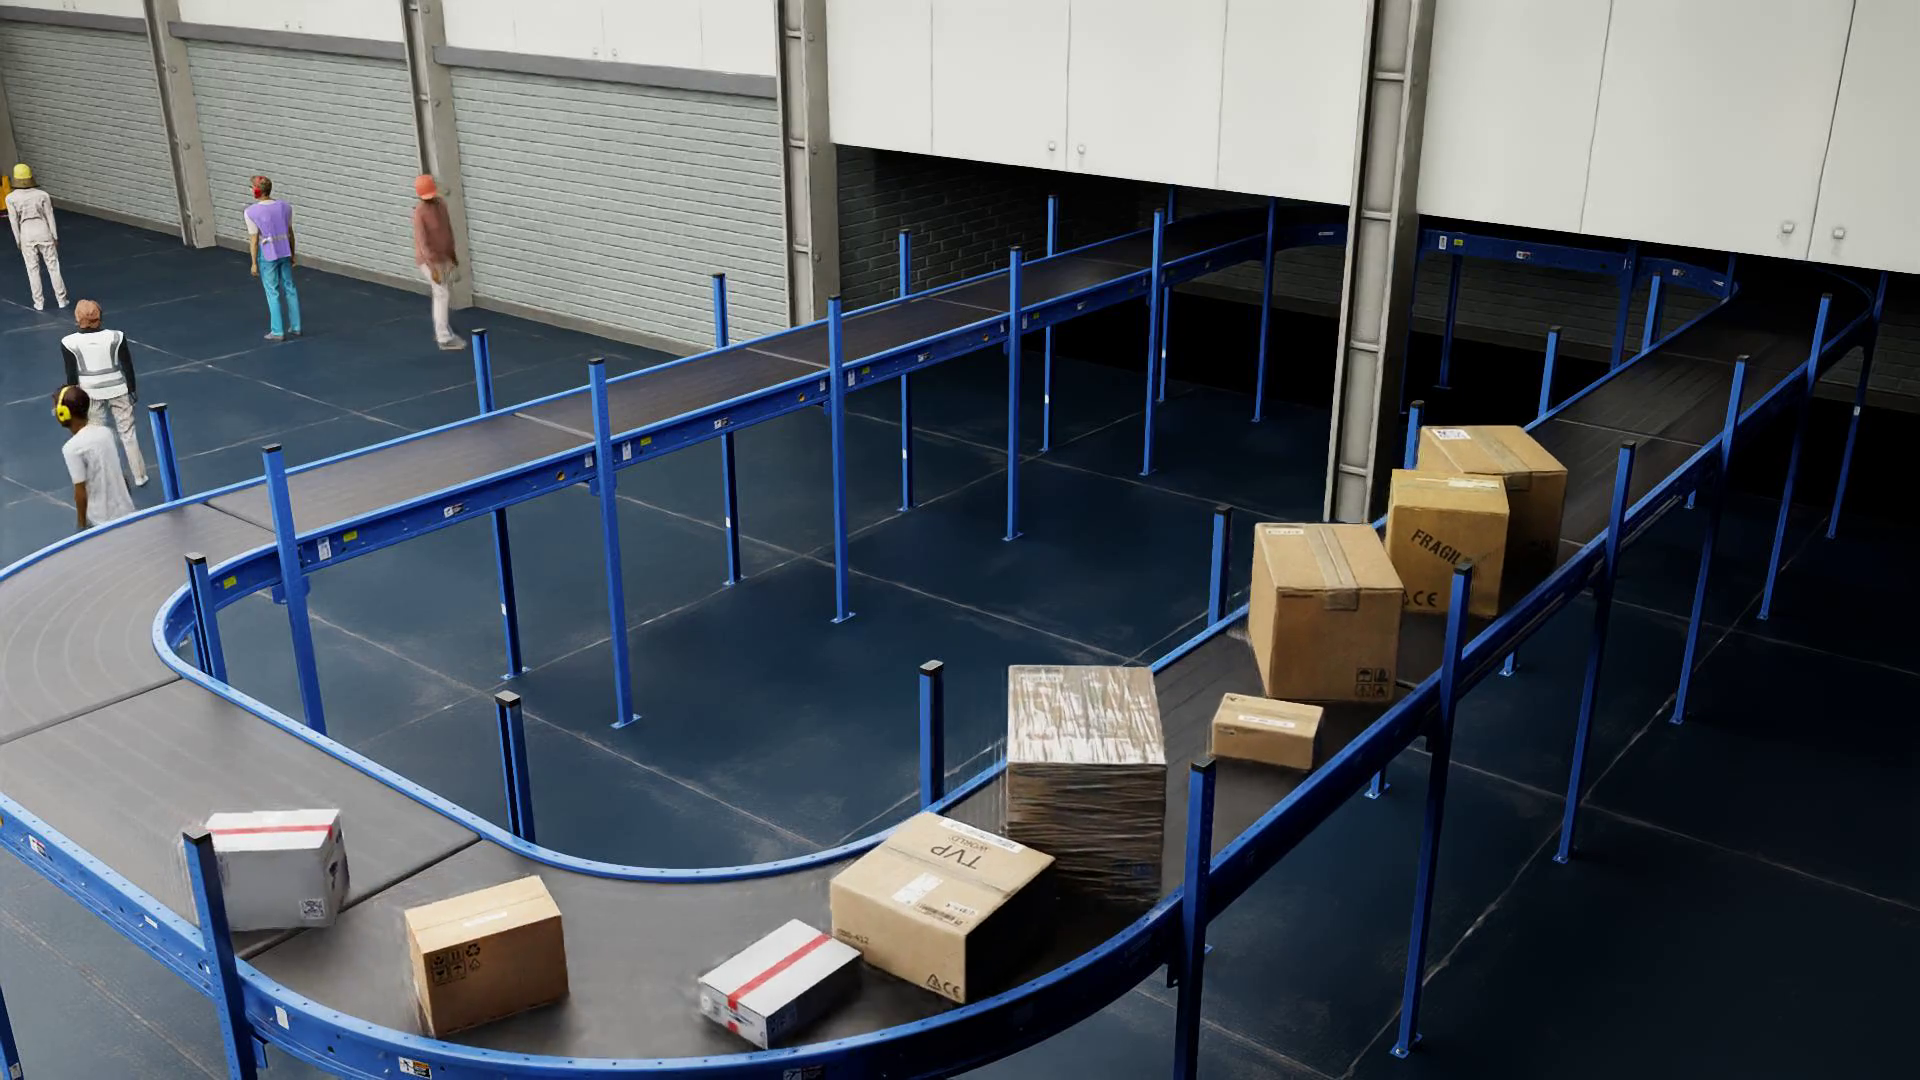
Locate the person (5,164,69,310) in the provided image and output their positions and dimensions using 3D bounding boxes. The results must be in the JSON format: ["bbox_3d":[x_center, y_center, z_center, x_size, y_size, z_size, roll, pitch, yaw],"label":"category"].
[{"bbox_3d":[-11.177,-3.665,20.118,0.486,1.746,0.289,-11,24,-27],"label":"person"}]

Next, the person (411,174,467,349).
[{"bbox_3d":[-5.764,-3.085,18.373,0.485,1.943,0.663,2,22,5],"label":"person"}]

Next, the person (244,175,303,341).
[{"bbox_3d":[-7.711,-3.165,18.705,0.382,1.849,0.571,13,25,30],"label":"person"}]

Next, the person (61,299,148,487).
[{"bbox_3d":[-7.215,-1.211,14.024,0.516,1.640,0.314,-12,24,-27],"label":"person"}]

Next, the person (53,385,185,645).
[{"bbox_3d":[-5.605,-0.130,11.050,0.685,1.829,0.522,-1,22,-4],"label":"person"}]
